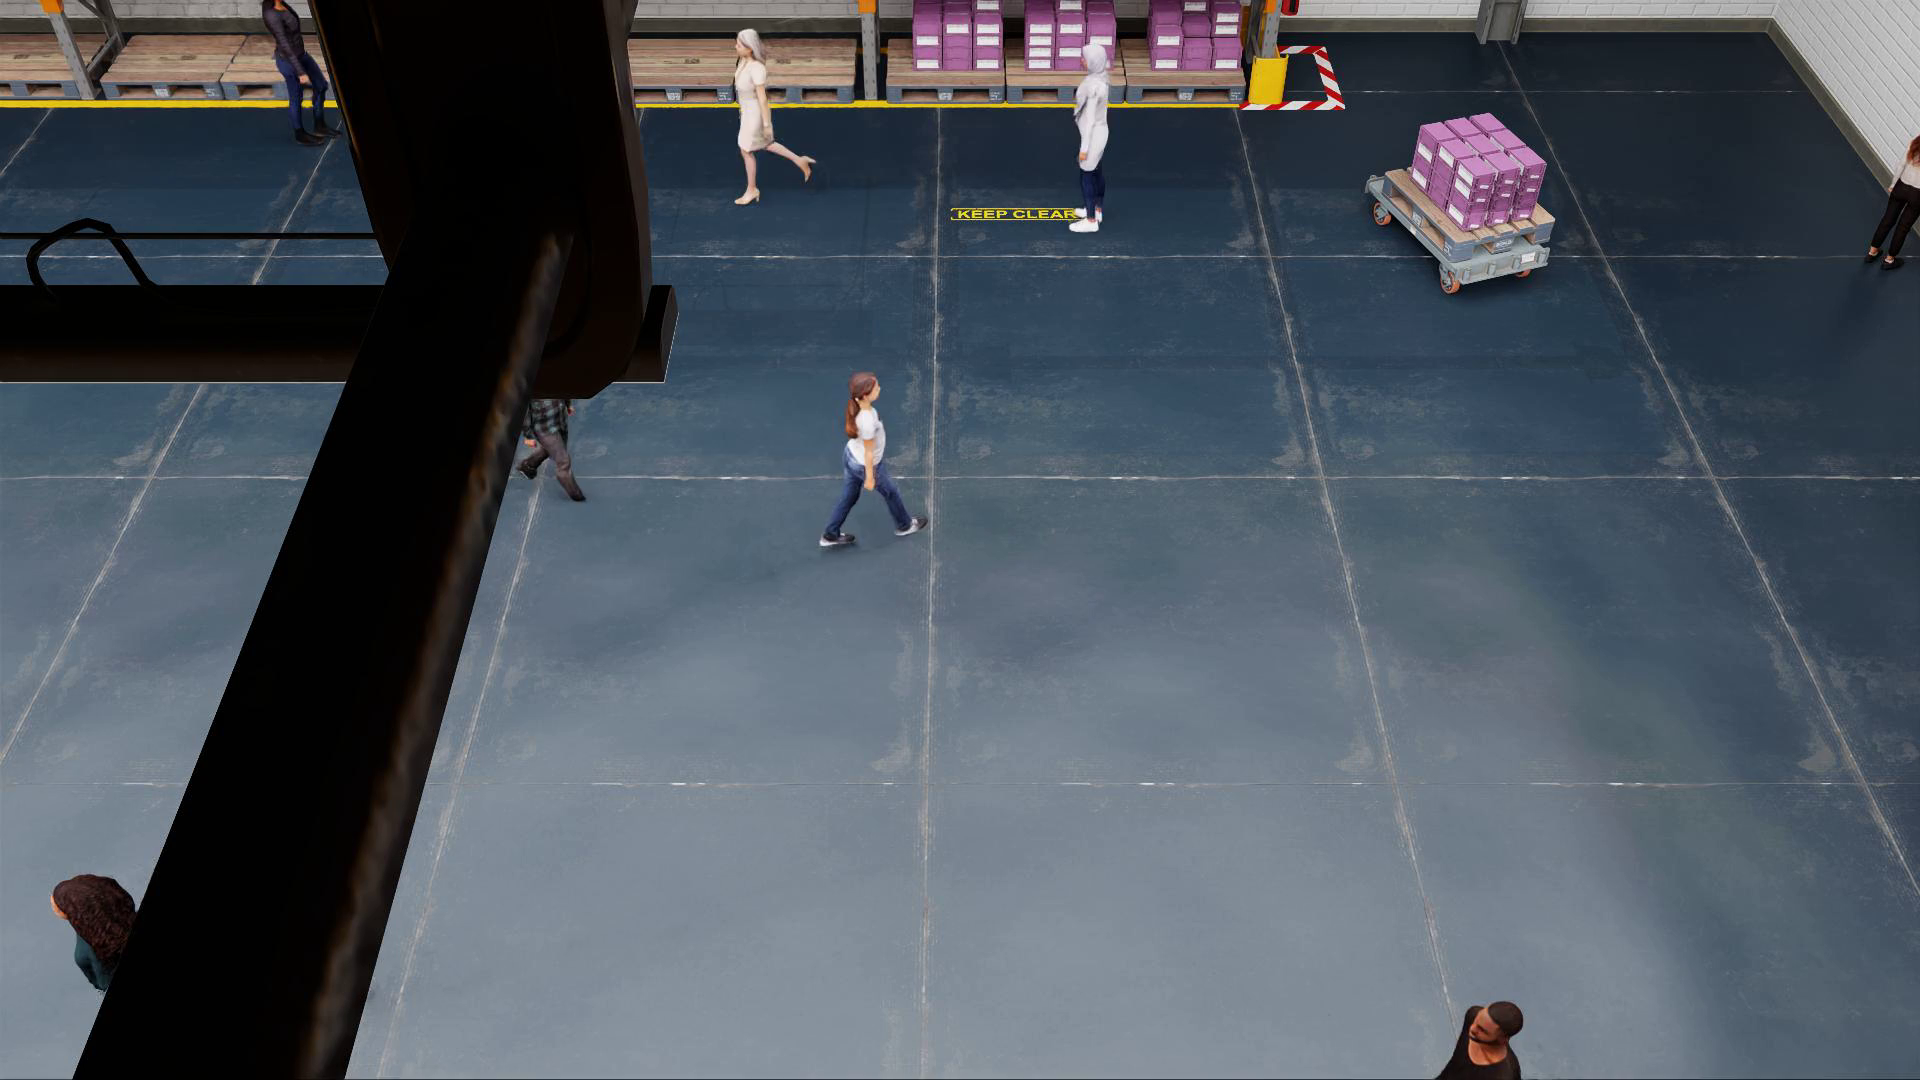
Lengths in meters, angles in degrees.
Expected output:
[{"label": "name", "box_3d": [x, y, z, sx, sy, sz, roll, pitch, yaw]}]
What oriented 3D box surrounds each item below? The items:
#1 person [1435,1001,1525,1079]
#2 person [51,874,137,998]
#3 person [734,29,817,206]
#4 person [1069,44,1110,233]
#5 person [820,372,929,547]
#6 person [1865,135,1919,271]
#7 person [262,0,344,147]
[{"label": "person", "box_3d": [2.540, 2.772, 8.081, 1.211, 1.759, 0.829, -8, 44, -8]}, {"label": "person", "box_3d": [-4.249, 2.283, 8.723, 1.156, 1.581, 0.828, -13, 45, -13]}, {"label": "person", "box_3d": [-1.748, -3.824, 15.038, 1.083, 1.713, 0.763, -11, 45, -11]}, {"label": "person", "box_3d": [1.190, -3.546, 14.700, 0.607, 1.776, 0.658, 11, 45, 12]}, {"label": "person", "box_3d": [-0.735, -0.534, 11.725, 1.109, 1.518, 0.809, -15, 46, -15]}, {"label": "person", "box_3d": [8.213, -3.013, 14.352, 0.654, 1.484, 0.618, -27, 50, -25]}, {"label": "person", "box_3d": [-6.410, -4.505, 15.740, 0.700, 1.730, 0.669, -4, 44, -4]}]
